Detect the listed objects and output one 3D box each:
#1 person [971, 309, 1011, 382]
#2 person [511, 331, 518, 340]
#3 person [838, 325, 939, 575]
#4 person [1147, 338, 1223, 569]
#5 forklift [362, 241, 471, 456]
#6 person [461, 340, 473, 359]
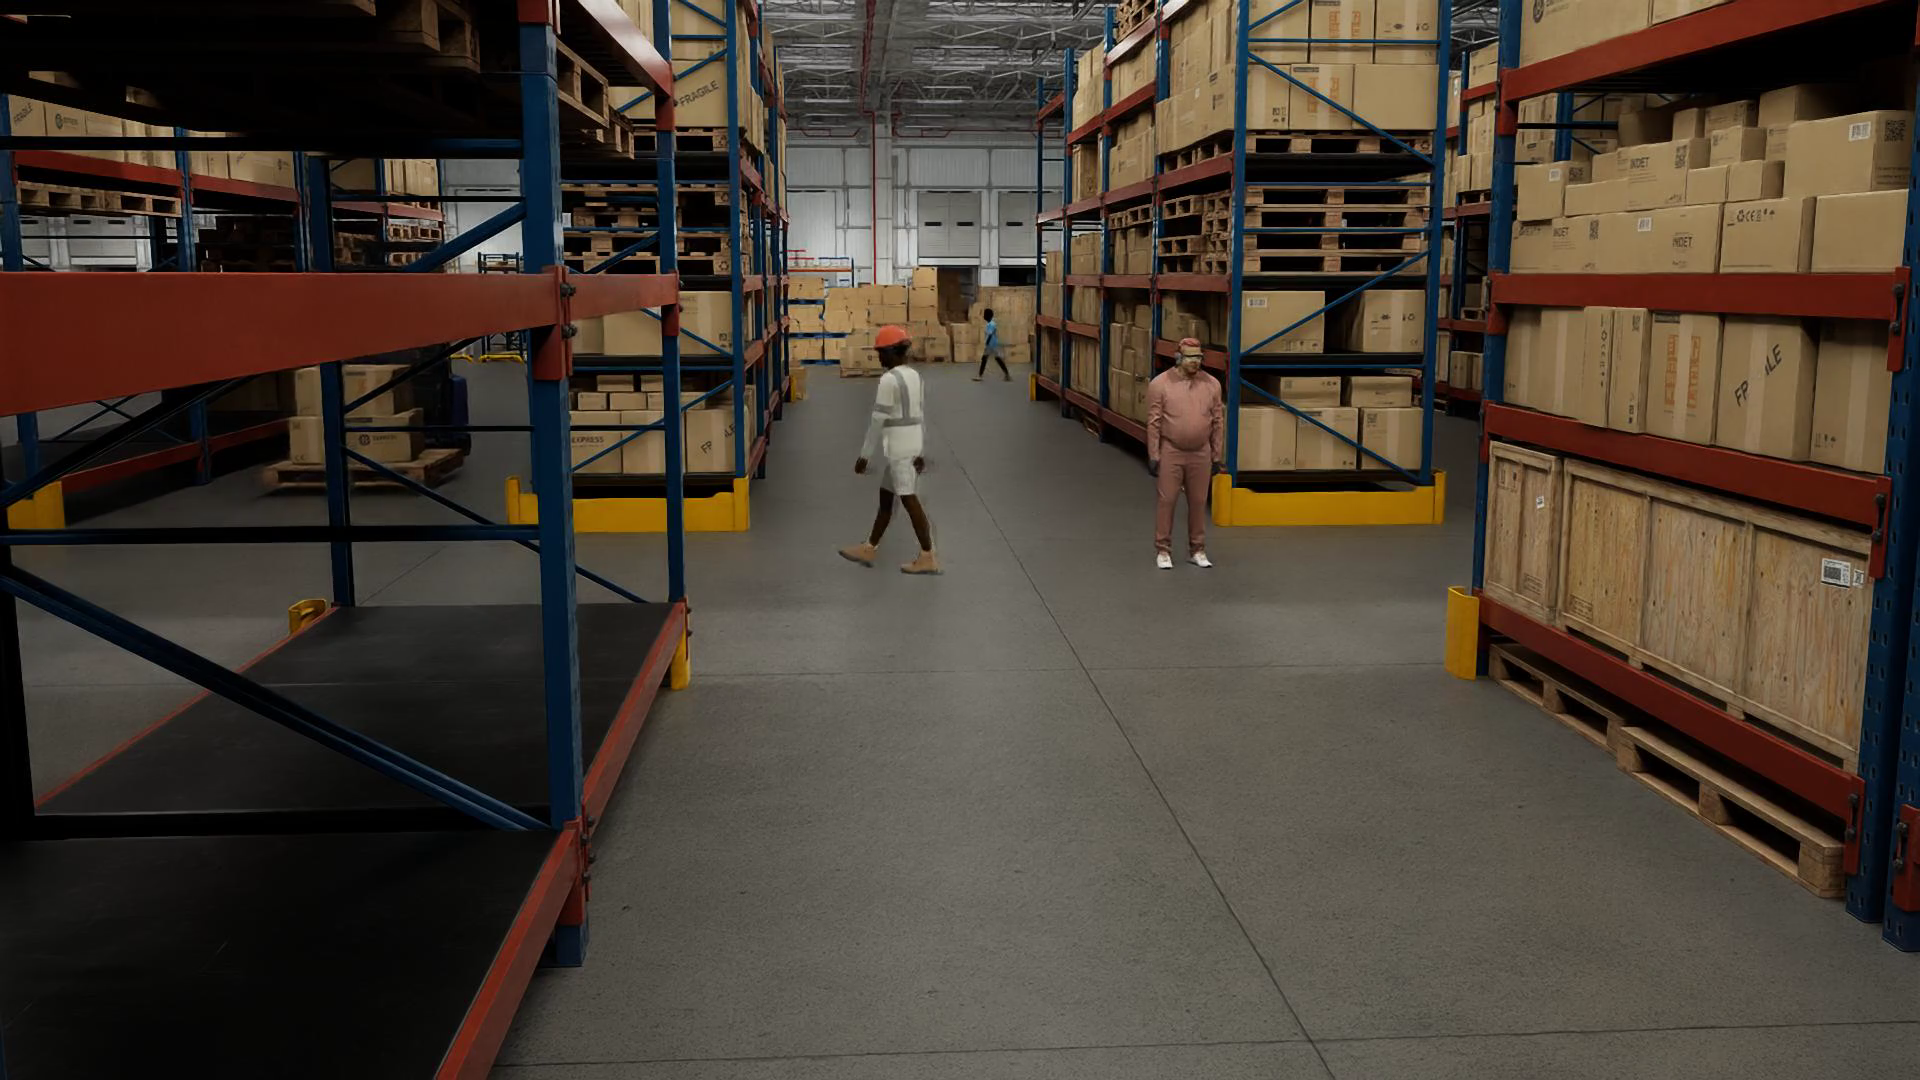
[{"bbox_3d":[0.737,-4.393,37.571,0.898,1.652,0.530,-2,9,-14],"label":"person"},{"bbox_3d":[-16.699,-8.491,62.072,0.535,2.000,0.673,0,9,-3],"label":"person"},{"bbox_3d":[-0.597,-0.718,13.389,0.989,1.993,0.628,3,10,18],"label":"person"},{"bbox_3d":[1.854,-0.705,13.644,0.642,1.900,0.401,-2,9,-10],"label":"person"},{"bbox_3d":[-6.955,-2.369,21.008,1.129,2.768,1.873,-1,9,-4],"label":"forklift"},{"bbox_3d":[-14.265,-6.153,47.891,0.356,1.883,0.572,8,12,43],"label":"person"}]
